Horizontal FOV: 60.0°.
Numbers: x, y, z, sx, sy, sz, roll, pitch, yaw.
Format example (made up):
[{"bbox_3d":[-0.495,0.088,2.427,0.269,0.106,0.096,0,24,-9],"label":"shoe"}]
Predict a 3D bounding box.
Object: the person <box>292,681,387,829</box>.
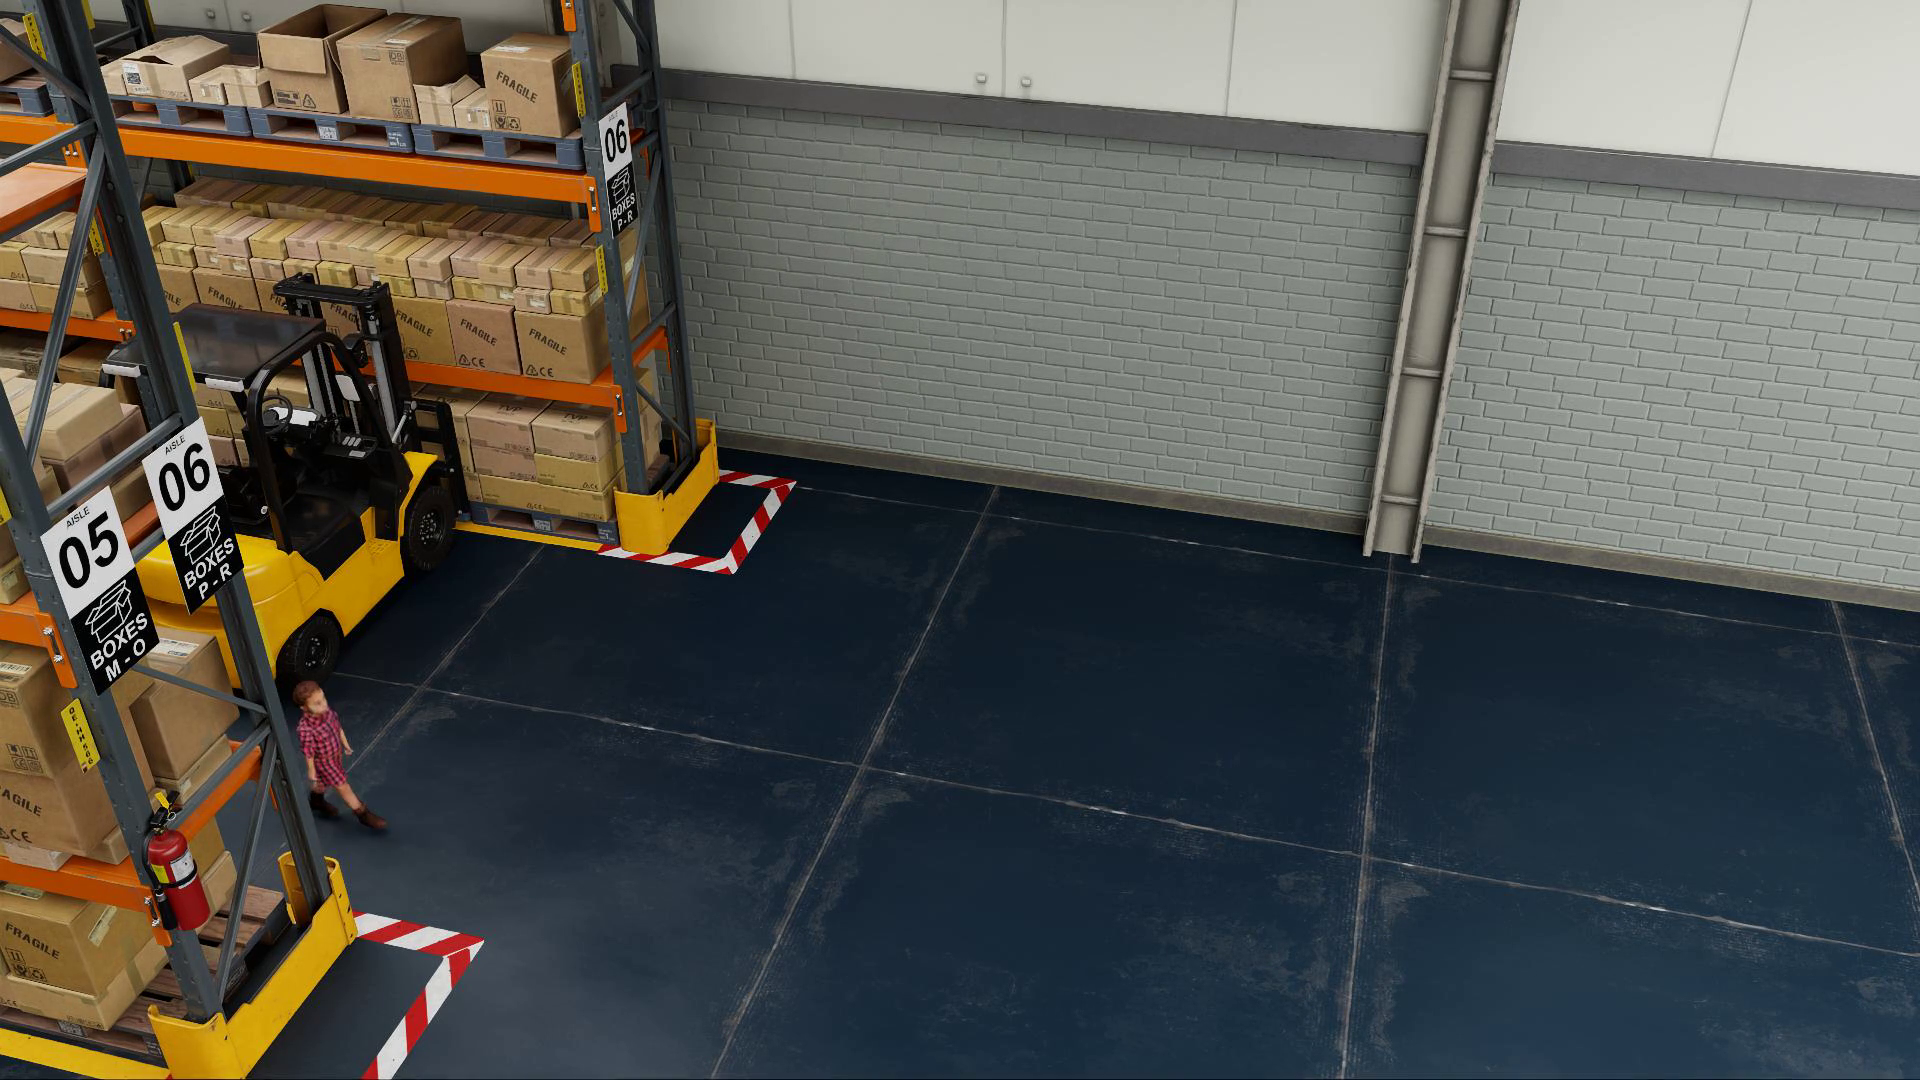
[{"bbox_3d":[-3.642,1.206,9.465,0.709,1.001,0.423,9,34,13],"label":"person"}]
